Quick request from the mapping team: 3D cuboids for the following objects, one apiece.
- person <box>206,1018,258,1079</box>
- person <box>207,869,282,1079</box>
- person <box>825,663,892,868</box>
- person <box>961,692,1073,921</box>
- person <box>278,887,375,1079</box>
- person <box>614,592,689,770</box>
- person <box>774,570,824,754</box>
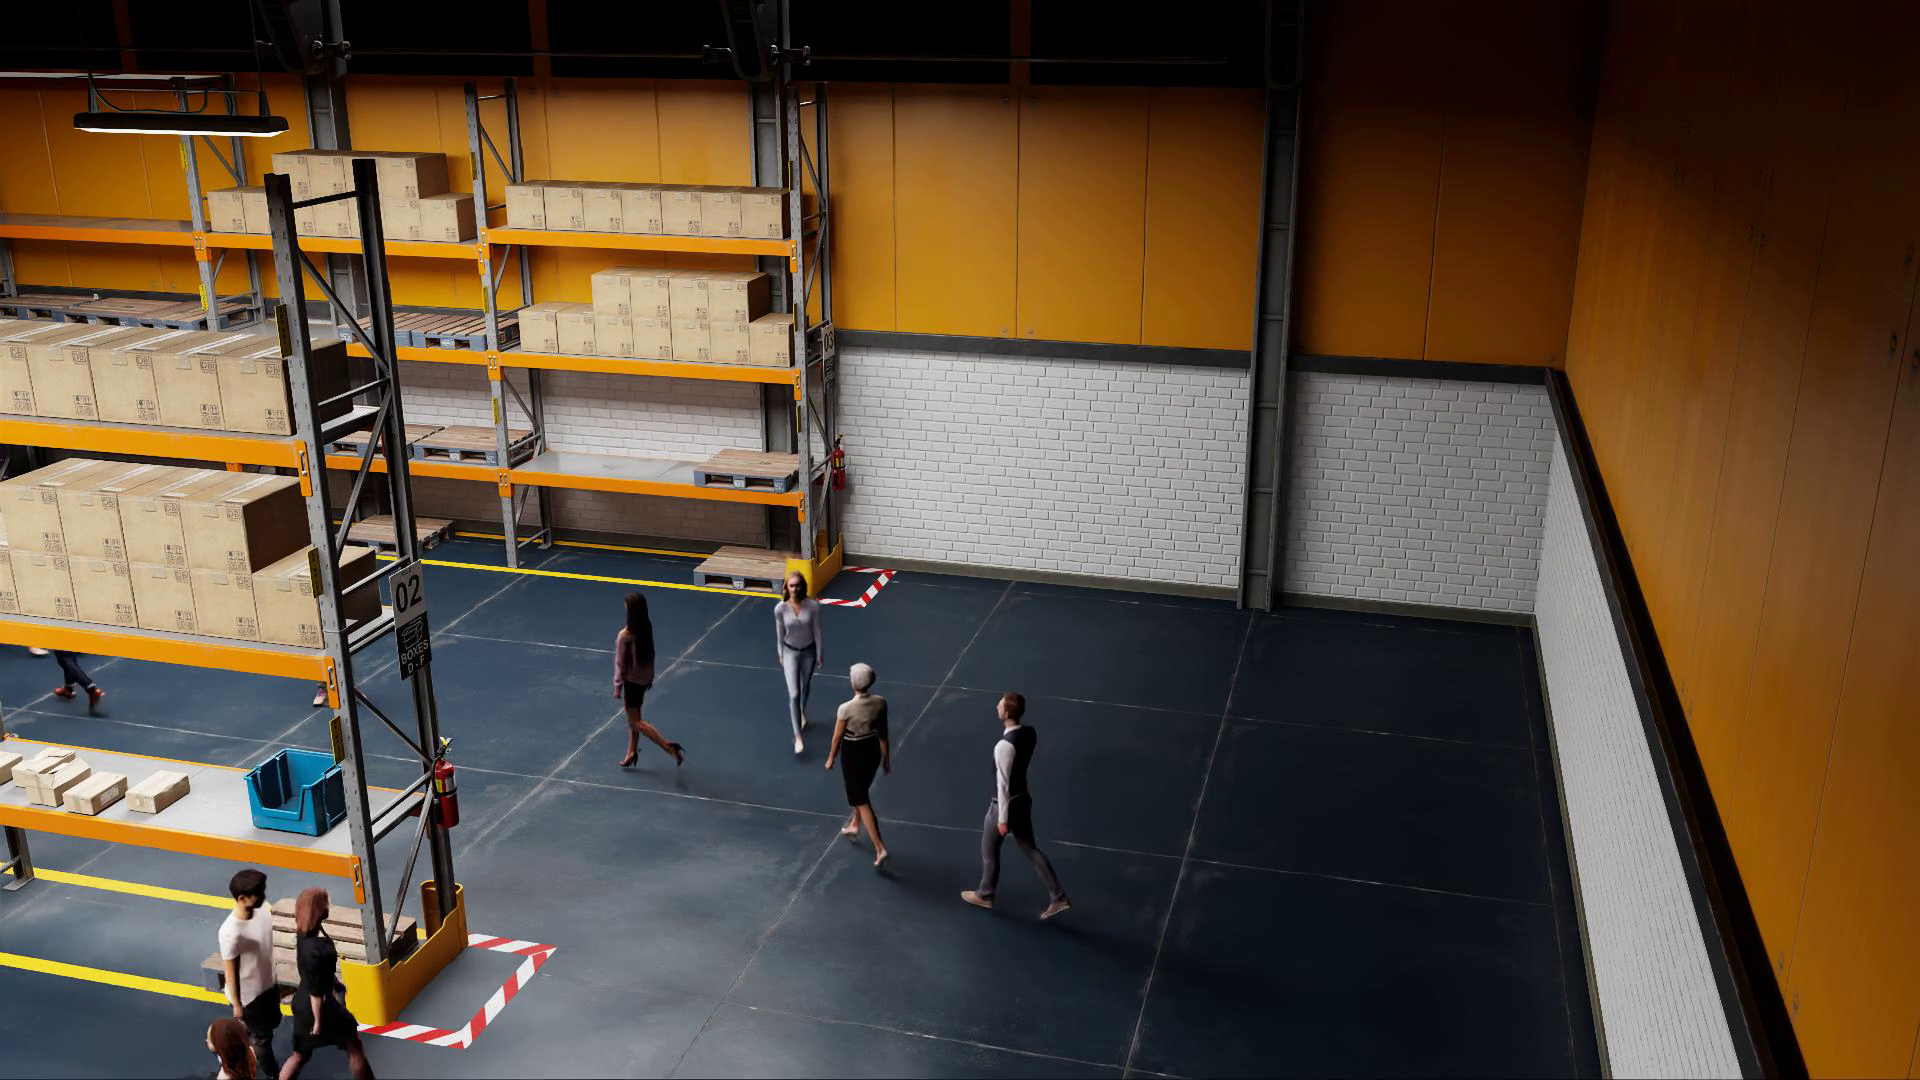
[{"bbox_3d":[-4.202,3.441,9.752,0.590,1.484,0.597,-1,19,-4],"label":"person"},{"bbox_3d":[-4.735,2.919,10.973,0.935,1.695,0.694,2,19,7],"label":"person"},{"bbox_3d":[-0.774,1.924,13.900,1.010,1.712,1.148,-14,23,-36],"label":"person"},{"bbox_3d":[0.489,2.107,13.041,1.266,1.914,0.889,11,22,30],"label":"person"},{"bbox_3d":[-4.203,3.047,10.655,1.046,1.654,1.030,-12,22,-31],"label":"person"},{"bbox_3d":[-2.937,1.369,15.425,1.039,1.790,0.705,8,20,23],"label":"person"},{"bbox_3d":[-1.552,1.117,16.233,1.175,1.753,0.992,-3,19,-8],"label":"person"}]
